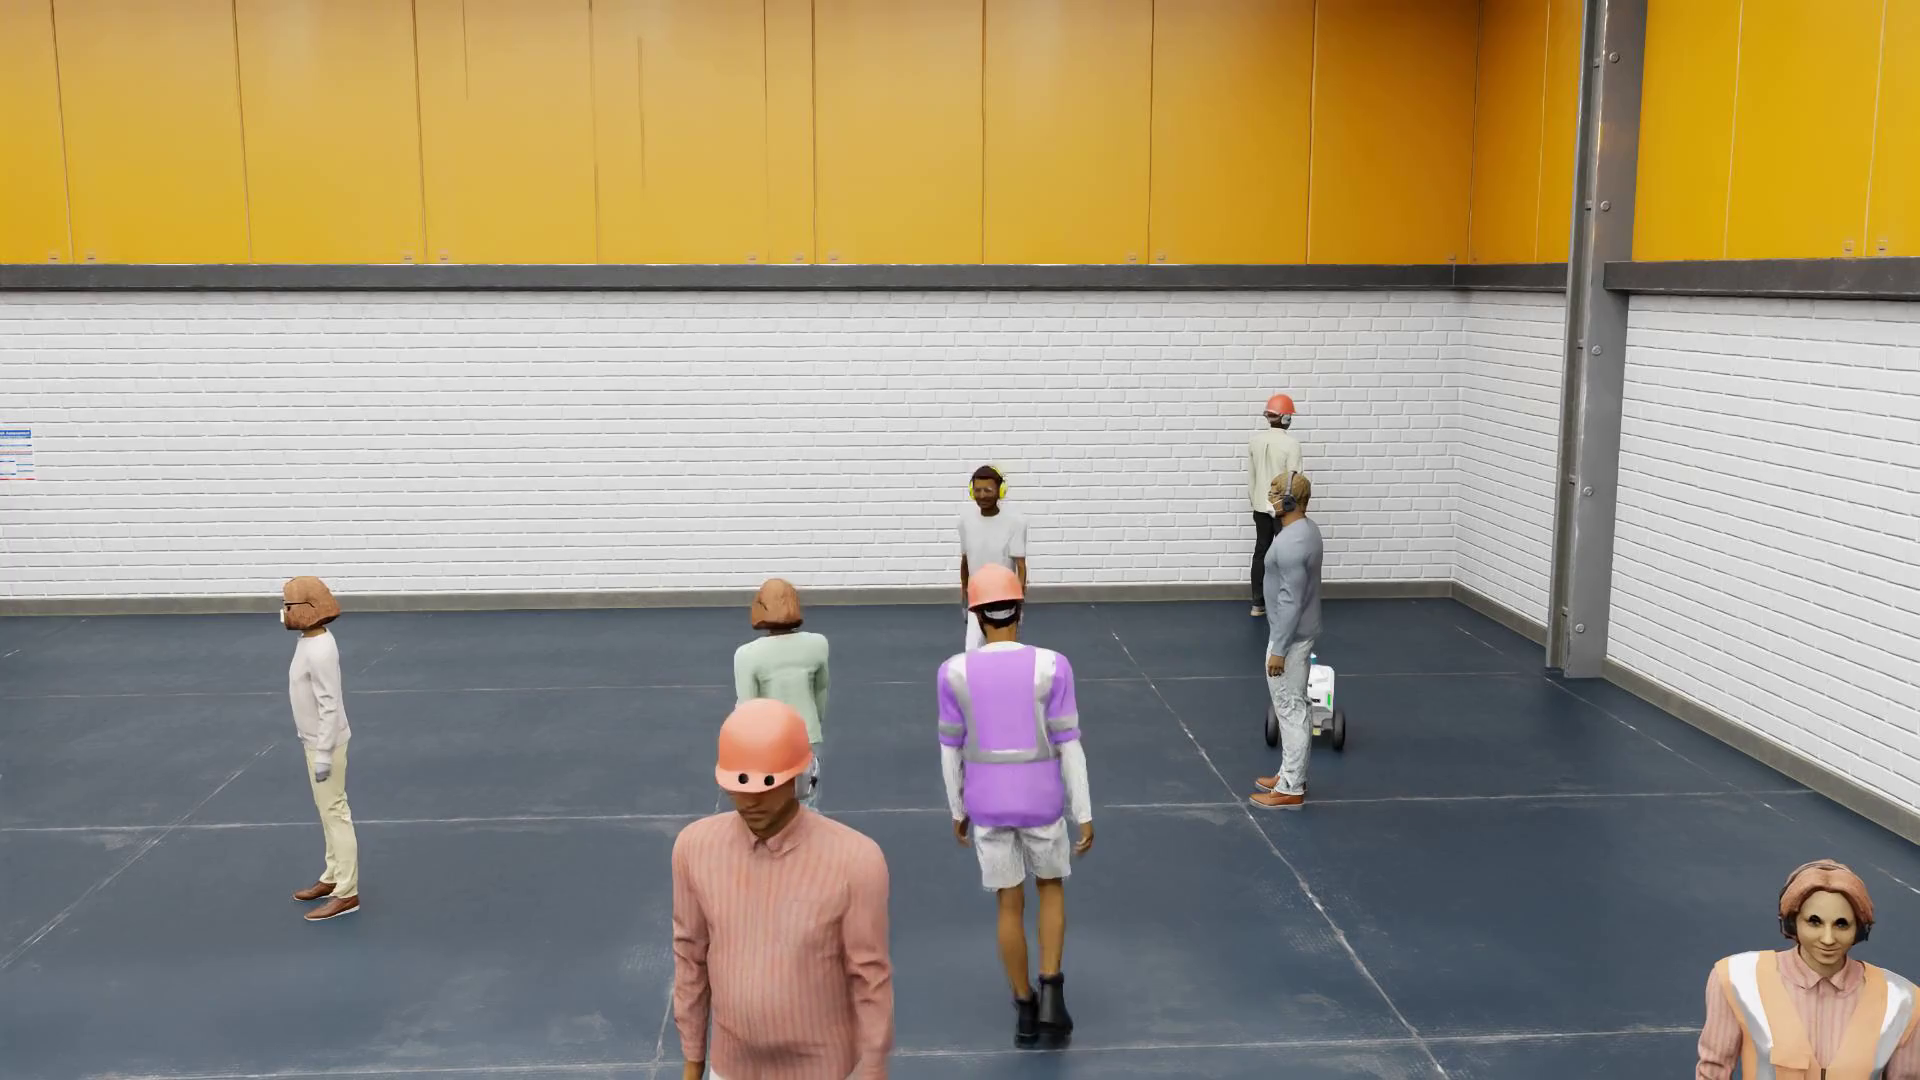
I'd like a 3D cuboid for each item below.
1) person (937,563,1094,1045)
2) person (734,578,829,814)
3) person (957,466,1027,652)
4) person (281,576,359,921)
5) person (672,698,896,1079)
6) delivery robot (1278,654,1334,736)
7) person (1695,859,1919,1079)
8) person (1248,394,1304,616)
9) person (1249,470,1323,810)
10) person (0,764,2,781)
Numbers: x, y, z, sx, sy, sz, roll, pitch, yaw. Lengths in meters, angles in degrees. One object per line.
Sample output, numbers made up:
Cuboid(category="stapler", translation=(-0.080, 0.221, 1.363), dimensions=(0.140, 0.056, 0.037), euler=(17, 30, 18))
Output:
Cuboid(category="person", translation=(0.224, 1.042, 6.617), dimensions=(0.625, 1.895, 0.461), euler=(1, 9, 6))
Cuboid(category="person", translation=(-0.880, 0.970, 8.008), dimensions=(0.503, 1.599, 0.800), euler=(-4, 10, -24))
Cuboid(category="person", translation=(0.198, 0.428, 10.709), dimensions=(0.508, 1.823, 0.954), euler=(3, 9, 18))
Cuboid(category="person", translation=(-3.037, 0.973, 7.877), dimensions=(0.286, 1.633, 0.501), euler=(-4, 10, -26))
Cuboid(category="person", translation=(-0.470, 1.366, 4.359), dimensions=(0.623, 1.978, 0.435), euler=(3, 9, 16))
Cuboid(category="delivery robot", translation=(2.268, 0.989, 10.864), dimensions=(0.477, 0.478, 0.707), euler=(2, 9, 13))
Cuboid(category="person", translation=(2.061, 1.574, 4.084), dimensions=(0.512, 1.641, 0.309), euler=(2, 9, 15))
Cuboid(category="person", translation=(2.800, -0.291, 14.684), dimensions=(0.375, 1.996, 0.608), euler=(-7, 11, -36))
Cuboid(category="person", translation=(1.869, 0.567, 9.479), dimensions=(0.372, 1.940, 0.630), euler=(3, 10, 18))
Cuboid(category="person", translation=(-4.401, 1.104, 7.129), dimensions=(0.581, 1.617, 0.505), euler=(6, 11, 35))
